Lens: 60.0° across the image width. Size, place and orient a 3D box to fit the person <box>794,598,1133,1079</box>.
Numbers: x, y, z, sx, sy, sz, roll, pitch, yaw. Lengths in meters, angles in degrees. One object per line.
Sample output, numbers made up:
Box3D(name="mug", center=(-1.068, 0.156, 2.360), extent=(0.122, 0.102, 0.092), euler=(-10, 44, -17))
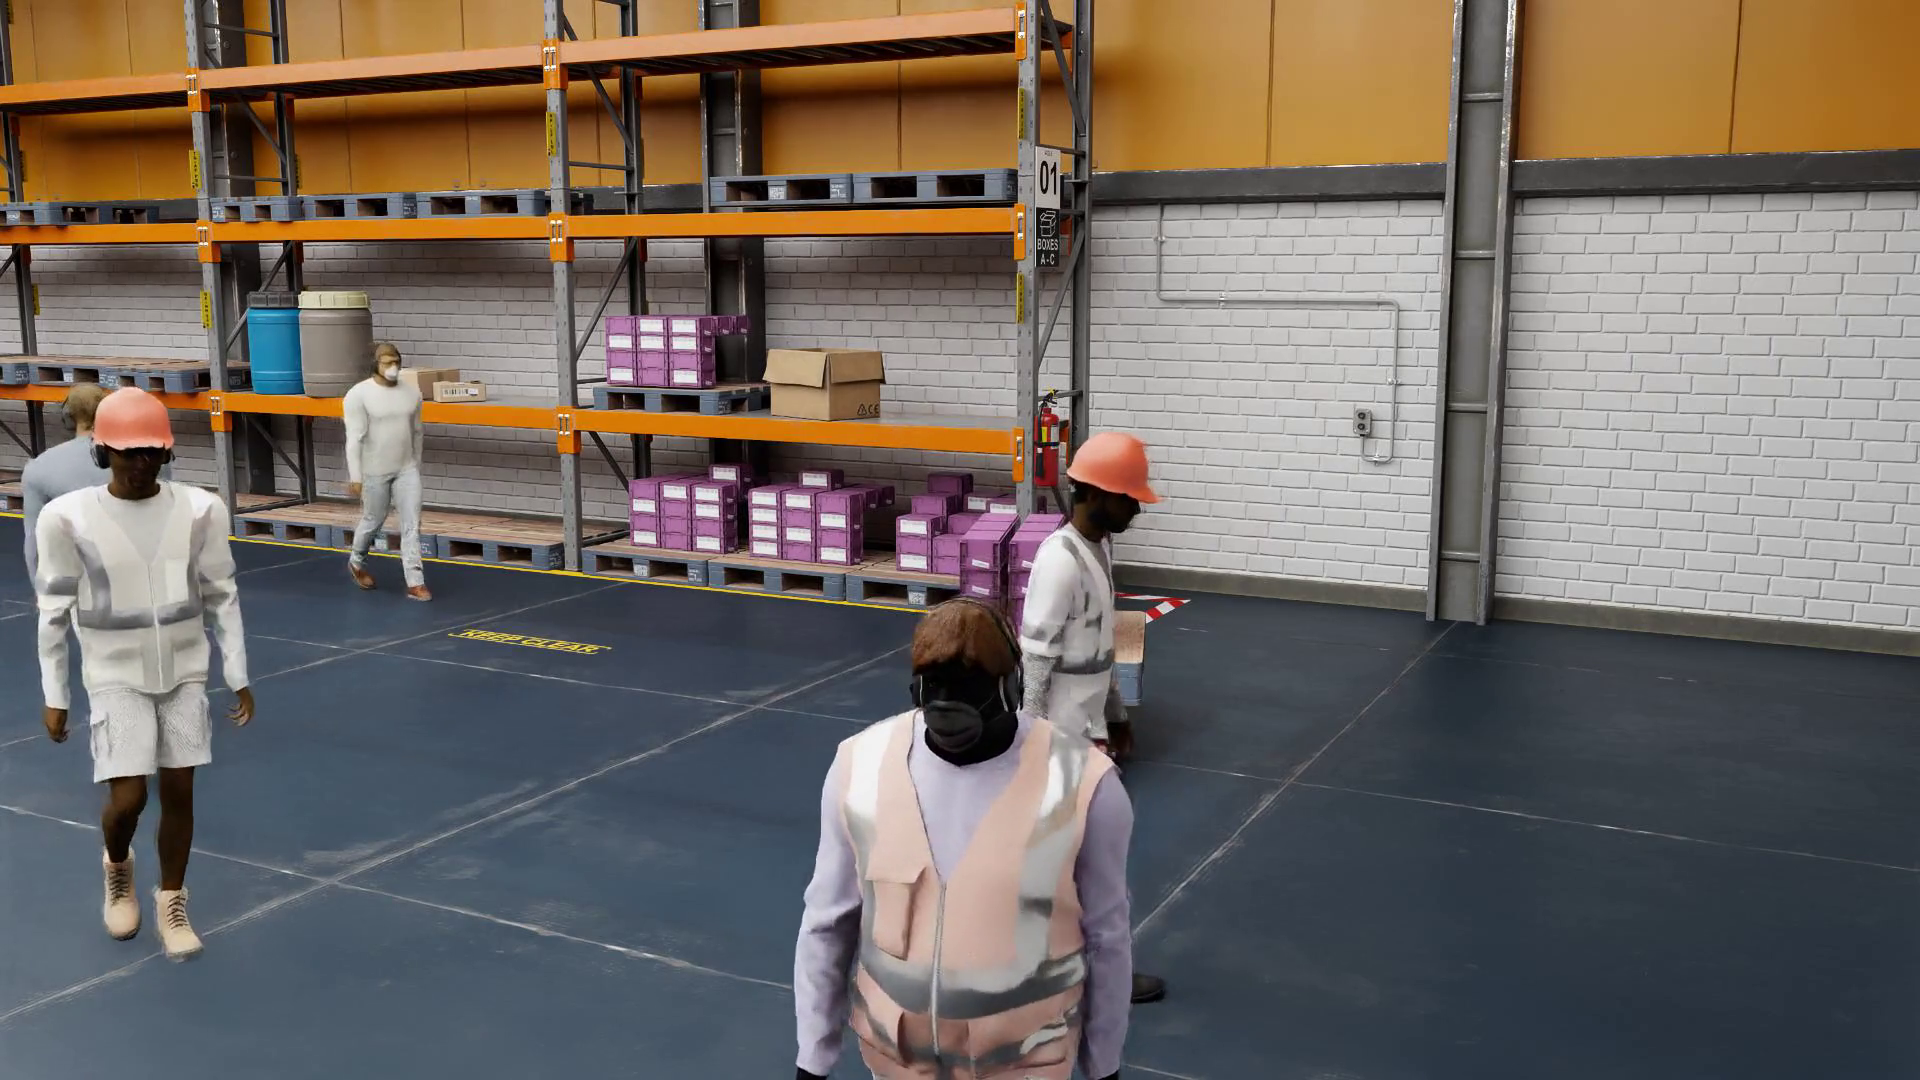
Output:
Box3D(name="person", center=(-0.019, 1.005, 3.208), extent=(0.635, 1.785, 1.007), euler=(3, 10, 18))

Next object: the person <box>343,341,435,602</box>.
Box3D(name="person", center=(-4.262, -0.521, 12.297), extent=(0.939, 1.907, 0.643), euler=(8, 12, 42))

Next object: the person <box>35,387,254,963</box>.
Box3D(name="person", center=(-2.815, 0.475, 5.776), extent=(0.638, 2.022, 0.470), euler=(-8, 12, -41))

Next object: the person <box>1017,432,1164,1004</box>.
Box3D(name="person", center=(0.385, 0.589, 5.475), extent=(0.544, 1.899, 0.561), euler=(1, 9, 9))

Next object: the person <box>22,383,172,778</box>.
Box3D(name="person", center=(-4.106, 0.189, 7.991), extent=(0.657, 1.868, 1.102), euler=(-6, 11, -31))
